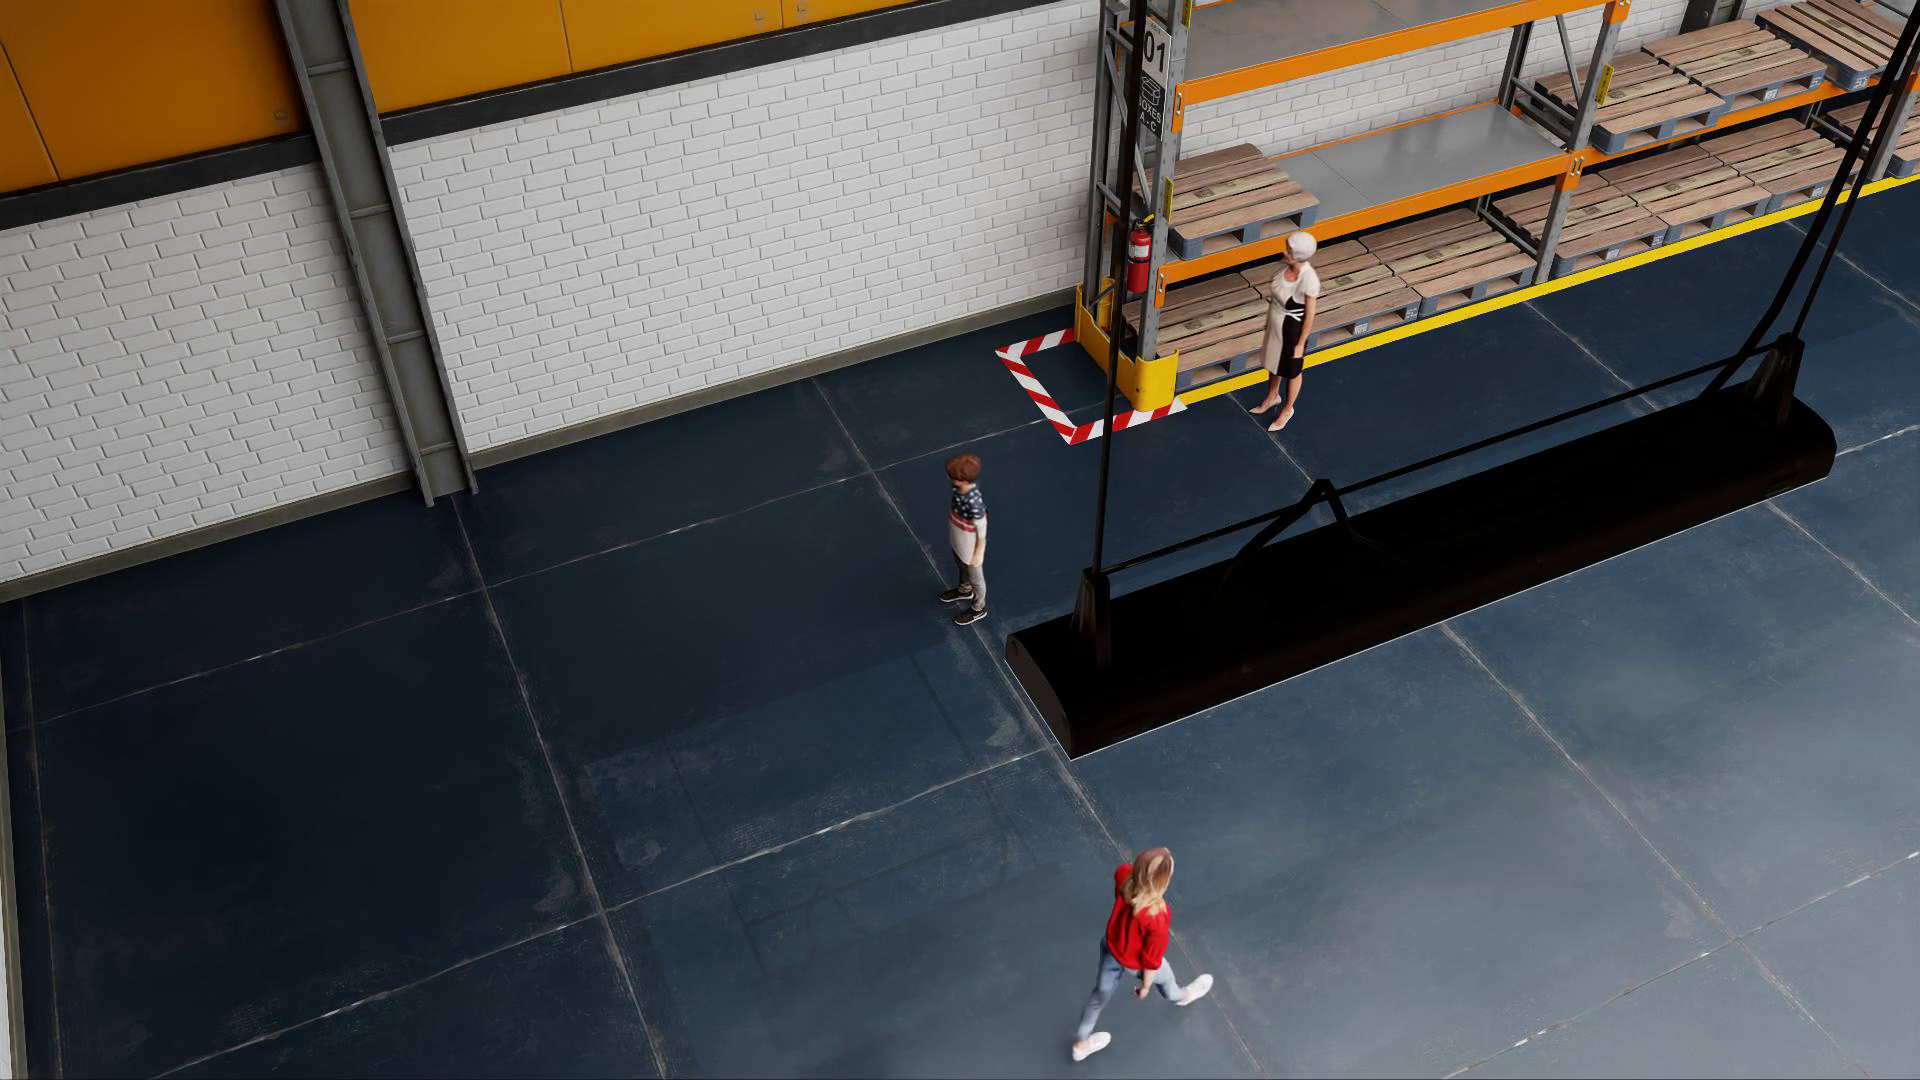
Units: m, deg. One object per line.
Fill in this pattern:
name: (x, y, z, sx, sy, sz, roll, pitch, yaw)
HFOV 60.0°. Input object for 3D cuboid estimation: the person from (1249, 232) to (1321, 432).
person: (2.503, -1.594, 12.643, 0.511, 1.752, 0.618, -16, 46, -16)

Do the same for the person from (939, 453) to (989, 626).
person: (0.051, -0.036, 11.233, 0.467, 1.441, 0.520, -16, 46, -16)

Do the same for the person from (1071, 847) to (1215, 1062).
person: (0.829, 2.207, 8.726, 1.165, 1.651, 0.739, -25, 49, -24)
